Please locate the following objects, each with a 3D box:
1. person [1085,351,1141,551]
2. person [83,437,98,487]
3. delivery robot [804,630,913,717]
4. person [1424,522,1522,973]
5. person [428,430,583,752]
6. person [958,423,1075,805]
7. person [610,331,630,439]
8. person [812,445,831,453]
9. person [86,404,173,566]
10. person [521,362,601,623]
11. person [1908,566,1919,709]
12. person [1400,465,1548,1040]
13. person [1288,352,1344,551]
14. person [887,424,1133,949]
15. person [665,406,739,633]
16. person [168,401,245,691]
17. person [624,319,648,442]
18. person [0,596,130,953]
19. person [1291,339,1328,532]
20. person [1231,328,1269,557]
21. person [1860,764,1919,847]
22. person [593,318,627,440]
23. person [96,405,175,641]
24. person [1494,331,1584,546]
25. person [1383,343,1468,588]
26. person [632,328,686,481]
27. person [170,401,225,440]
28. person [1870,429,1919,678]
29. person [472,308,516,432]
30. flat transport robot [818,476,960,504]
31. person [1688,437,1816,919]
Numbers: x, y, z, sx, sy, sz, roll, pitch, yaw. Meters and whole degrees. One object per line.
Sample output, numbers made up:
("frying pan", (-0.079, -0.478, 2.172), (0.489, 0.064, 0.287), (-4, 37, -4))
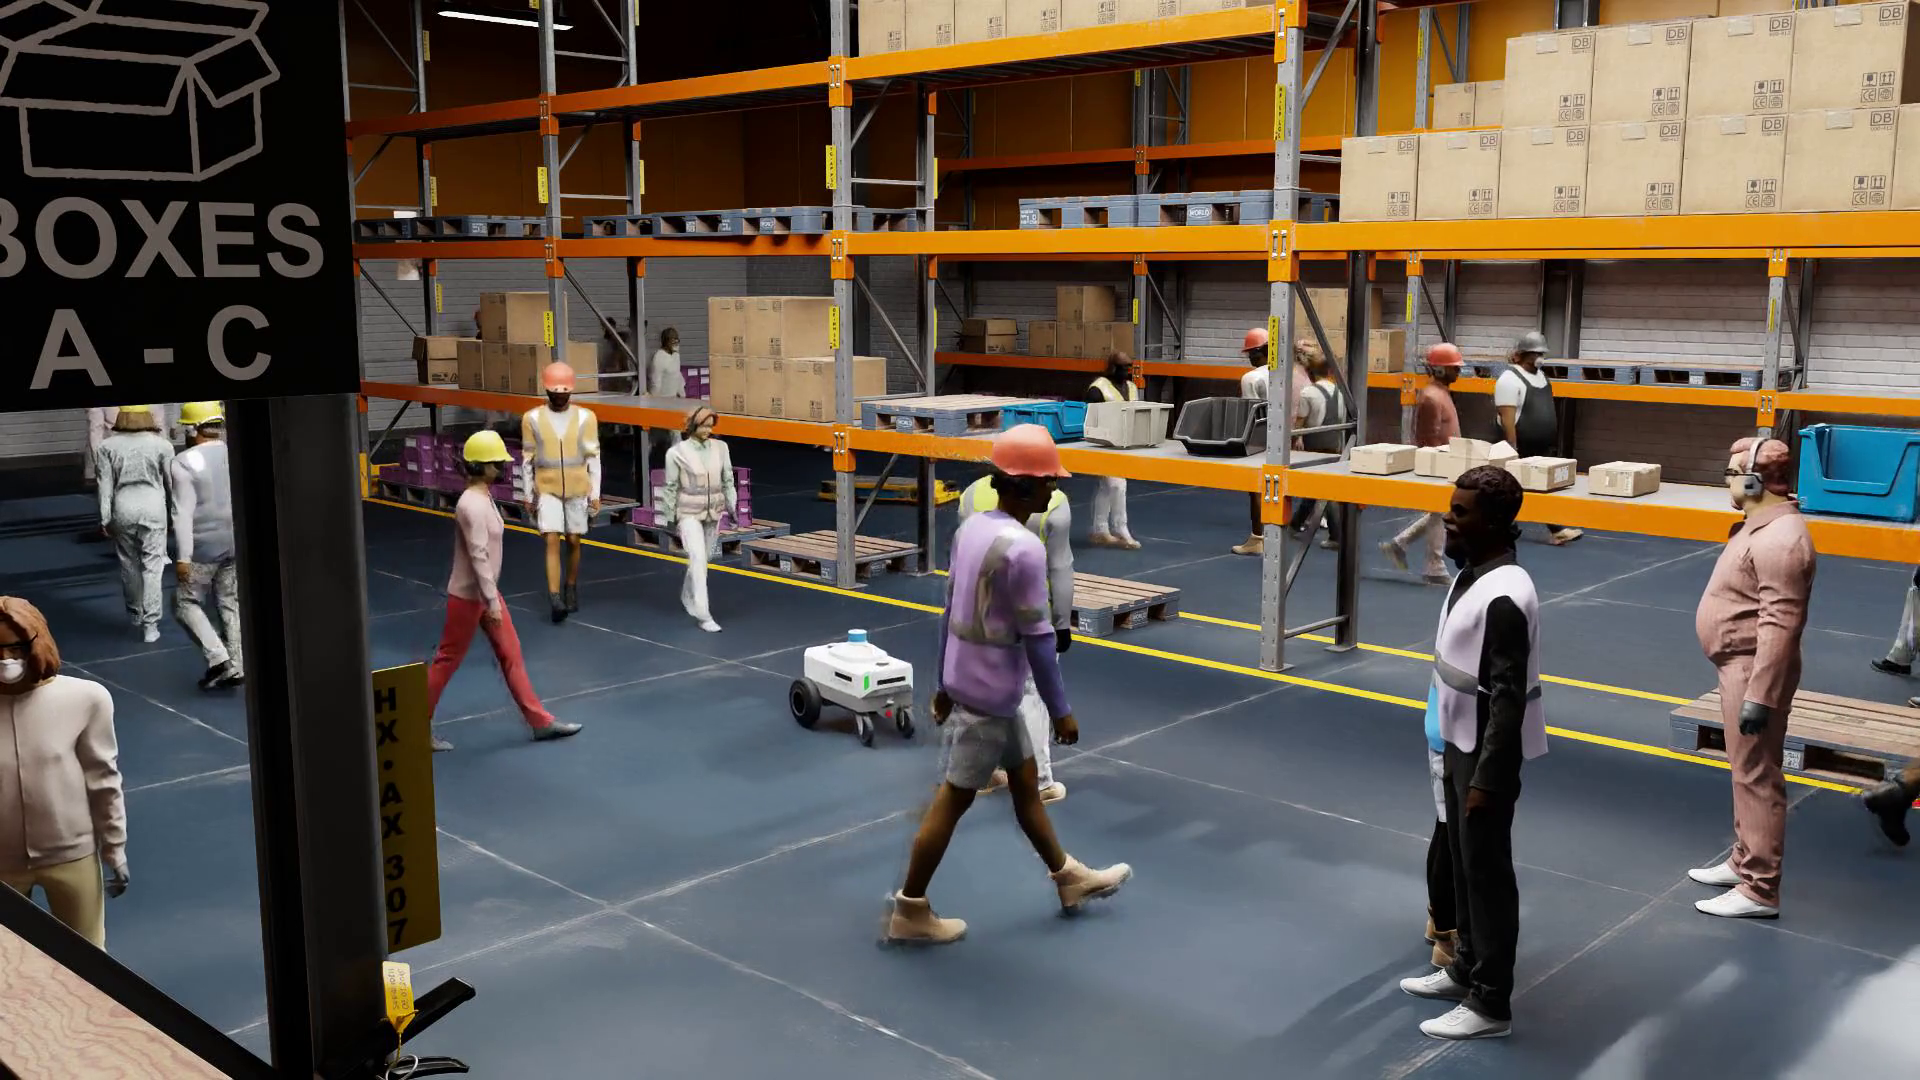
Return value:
("person", (1.489, -0.820, 15.244), (0.791, 1.805, 0.651), (8, 12, 40))
("person", (-10.018, -1.600, 19.772), (0.651, 1.885, 0.999), (7, 12, 36))
("delivery robot", (-0.566, 0.741, 9.217), (0.477, 0.478, 0.707), (-6, 11, -34))
("person", (1.857, 0.736, 6.067), (0.319, 1.693, 0.533), (2, 10, 14))
("person", (-2.539, 0.277, 8.814), (0.922, 1.713, 0.542), (-1, 9, -5))
("person", (0.282, 0.354, 7.995), (0.624, 1.836, 0.431), (7, 11, 36))
("person", (-5.075, -2.342, 25.144), (0.573, 1.616, 0.549), (-7, 12, -36))
("person", (-1.946, -2.146, 23.131), (0.667, 1.888, 0.436), (-8, 12, -42))
("person", (-7.090, -0.691, 14.237), (0.644, 1.882, 0.686), (-7, 11, -36))
("person", (-2.896, -0.346, 12.121), (0.553, 1.879, 0.966), (-3, 10, -18))
("person", (5.533, 0.055, 9.312), (0.608, 1.995, 0.377), (-8, 12, -42))
("person", (1.744, 0.704, 5.563), (0.392, 1.922, 0.590), (1, 9, 5))
("person", (3.254, -0.827, 15.343), (0.517, 1.788, 0.997), (-6, 11, -33))
("person", (0.195, 0.553, 6.294), (1.065, 1.975, 0.610), (-3, 10, -17))
("person", (-1.898, -0.182, 11.997), (0.498, 1.596, 0.831), (-8, 12, -40))
("person", (-4.497, 0.033, 9.996), (0.434, 1.813, 0.615), (4, 10, 21))
("person", (-4.722, -2.359, 24.588), (0.662, 1.835, 0.553), (-5, 11, -30))
("person", (-2.726, 0.960, 4.896), (0.503, 1.627, 0.270), (-5, 10, -27))
("person", (3.395, -0.993, 16.089), (0.745, 1.876, 0.664), (4, 10, 21))
("person", (2.671, -0.872, 14.864), (0.607, 2.039, 0.380), (-9, 13, -44))
("person", (4.308, 0.450, 7.196), (0.609, 1.909, 0.544), (1, 9, 5))
("person", (-5.243, -2.409, 24.985), (0.537, 1.810, 0.981), (-9, 13, -43))
("person", (-5.722, -0.184, 11.646), (0.514, 1.700, 0.855), (-4, 10, -21))
("person", (5.275, -0.956, 15.374), (0.696, 2.000, 1.020), (-6, 11, -34))
("person", (3.779, -0.598, 13.371), (0.589, 1.977, 0.619), (4, 10, 24))
("person", (-3.518, -1.582, 19.781), (0.986, 1.883, 0.664), (1, 9, 8))
("person", (-8.146, -1.254, 17.884), (0.605, 1.818, 1.030), (1, 9, 4))
("person", (6.061, 0.048, 10.072), (0.605, 1.779, 0.966), (-3, 10, -15))
("person", (-7.114, -2.538, 25.270), (0.650, 1.974, 0.628), (-8, 12, -39))
("flat transport robot", (-0.784, -0.560, 18.355), (1.431, 0.197, 0.652), (4, 10, 20))
("person", (3.126, 0.542, 6.605), (0.402, 1.904, 0.652), (4, 10, 21))
